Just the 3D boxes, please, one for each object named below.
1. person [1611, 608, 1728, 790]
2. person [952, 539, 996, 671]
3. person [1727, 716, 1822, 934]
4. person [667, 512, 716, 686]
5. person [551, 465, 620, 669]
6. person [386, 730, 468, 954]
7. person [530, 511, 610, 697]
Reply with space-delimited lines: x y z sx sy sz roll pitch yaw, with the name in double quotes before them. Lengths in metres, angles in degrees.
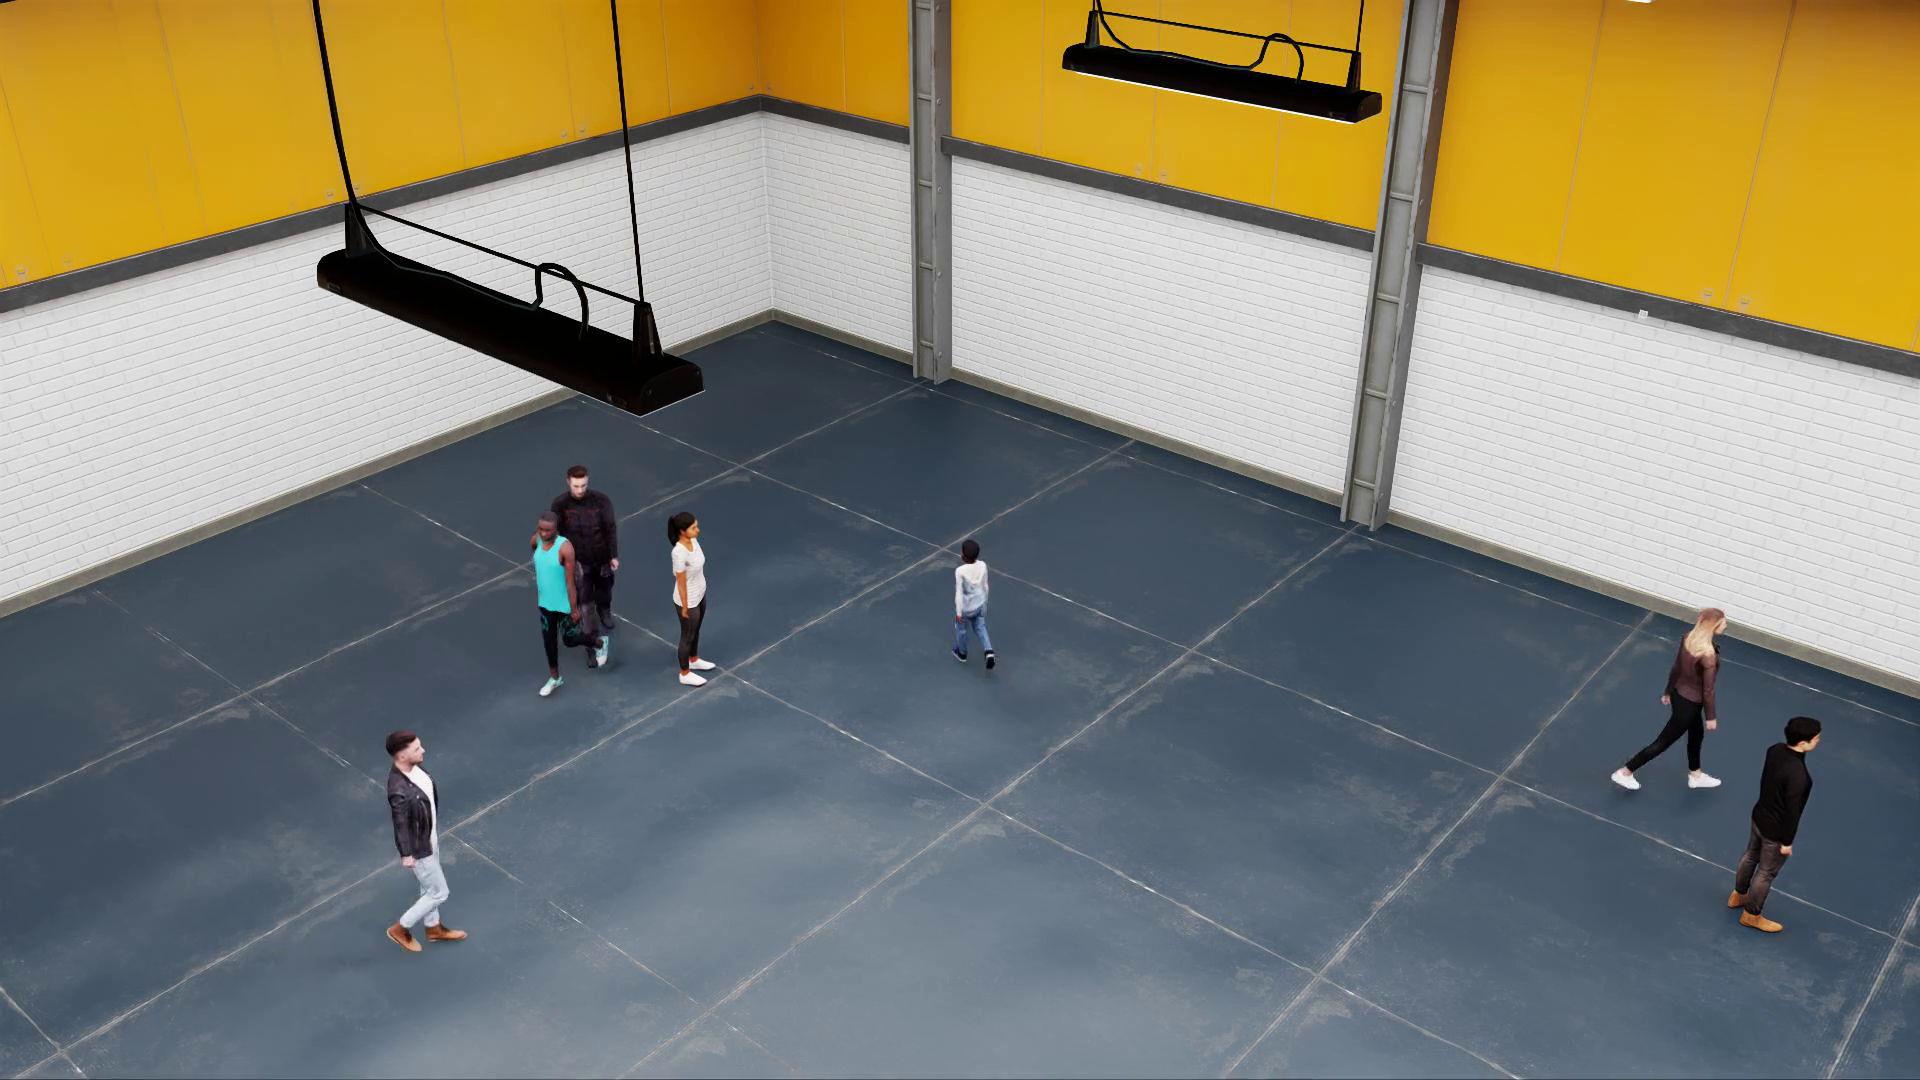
"person" 5.601 1.300 13.024 1.189 1.666 1.031 2 29 3
"person" 0.121 0.587 14.767 0.635 1.248 0.837 -16 33 -27
"person" 5.753 1.971 11.734 0.748 1.722 0.724 1 29 3
"person" -2.372 0.493 14.528 0.651 1.642 0.635 5 29 9
"person" -3.330 0.129 14.961 1.191 1.866 1.339 -6 29 -11
"person" -3.800 2.084 11.419 0.907 1.825 0.849 -6 29 -11
"person" -3.382 0.503 14.359 0.942 1.785 0.848 18 33 29
